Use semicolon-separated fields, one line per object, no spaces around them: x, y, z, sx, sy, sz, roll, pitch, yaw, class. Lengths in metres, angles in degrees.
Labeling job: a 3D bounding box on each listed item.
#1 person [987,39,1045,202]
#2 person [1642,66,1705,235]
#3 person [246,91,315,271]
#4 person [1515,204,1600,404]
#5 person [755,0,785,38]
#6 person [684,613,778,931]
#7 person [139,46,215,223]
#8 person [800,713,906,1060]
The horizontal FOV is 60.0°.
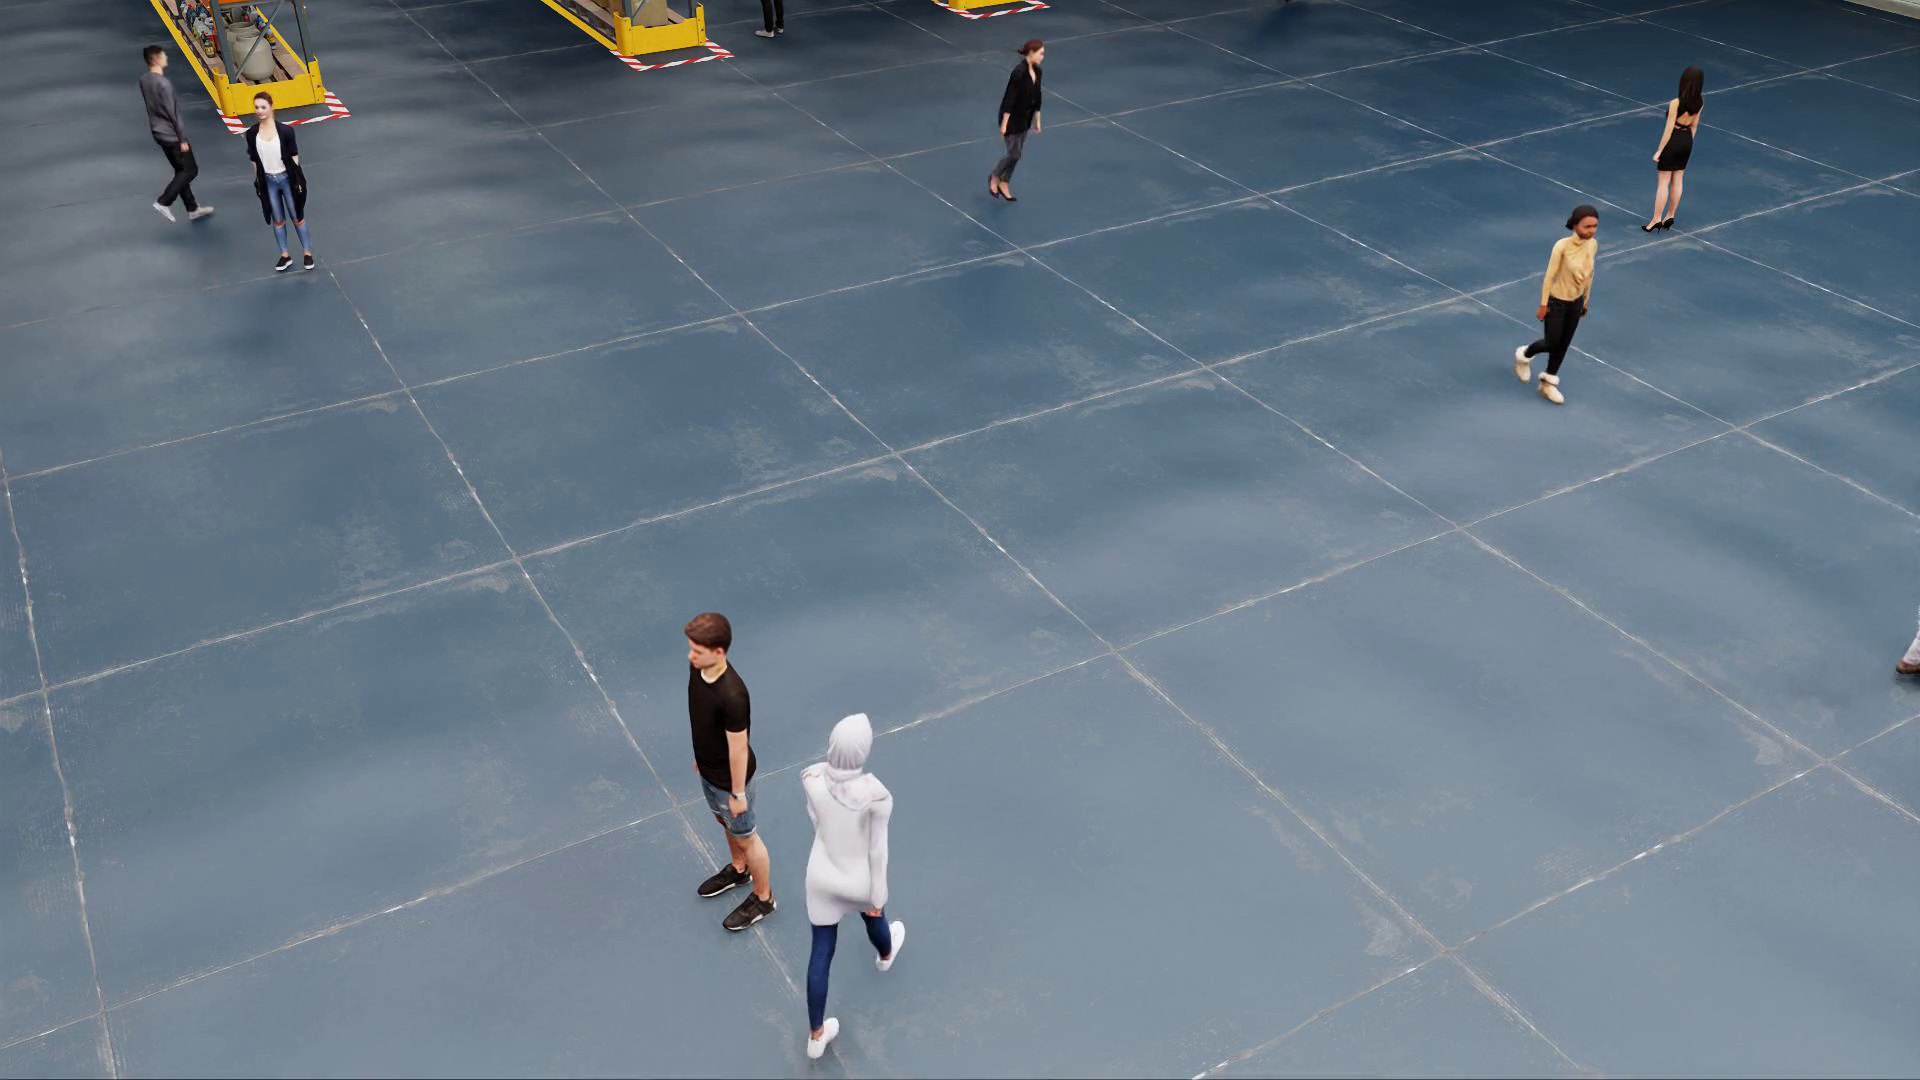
0.529;-4.273;17.015;0.924;1.679;0.859;23;39;32;person
7.032;-3.827;16.337;0.606;1.649;0.534;-11;34;-17;person
-6.362;-3.358;15.561;0.706;1.683;0.692;-4;32;-6;person
4.792;-1.933;13.335;0.650;1.647;0.806;-12;34;-18;person
-2.586;-7.697;22.369;0.706;1.757;0.718;20;37;29;person
-1.151;1.125;8.305;0.711;1.843;0.488;-19;37;-28;person
-7.898;-3.981;16.490;0.940;1.747;0.922;19;37;27;person
-0.573;1.619;7.626;1.126;1.731;1.147;10;34;15;person
